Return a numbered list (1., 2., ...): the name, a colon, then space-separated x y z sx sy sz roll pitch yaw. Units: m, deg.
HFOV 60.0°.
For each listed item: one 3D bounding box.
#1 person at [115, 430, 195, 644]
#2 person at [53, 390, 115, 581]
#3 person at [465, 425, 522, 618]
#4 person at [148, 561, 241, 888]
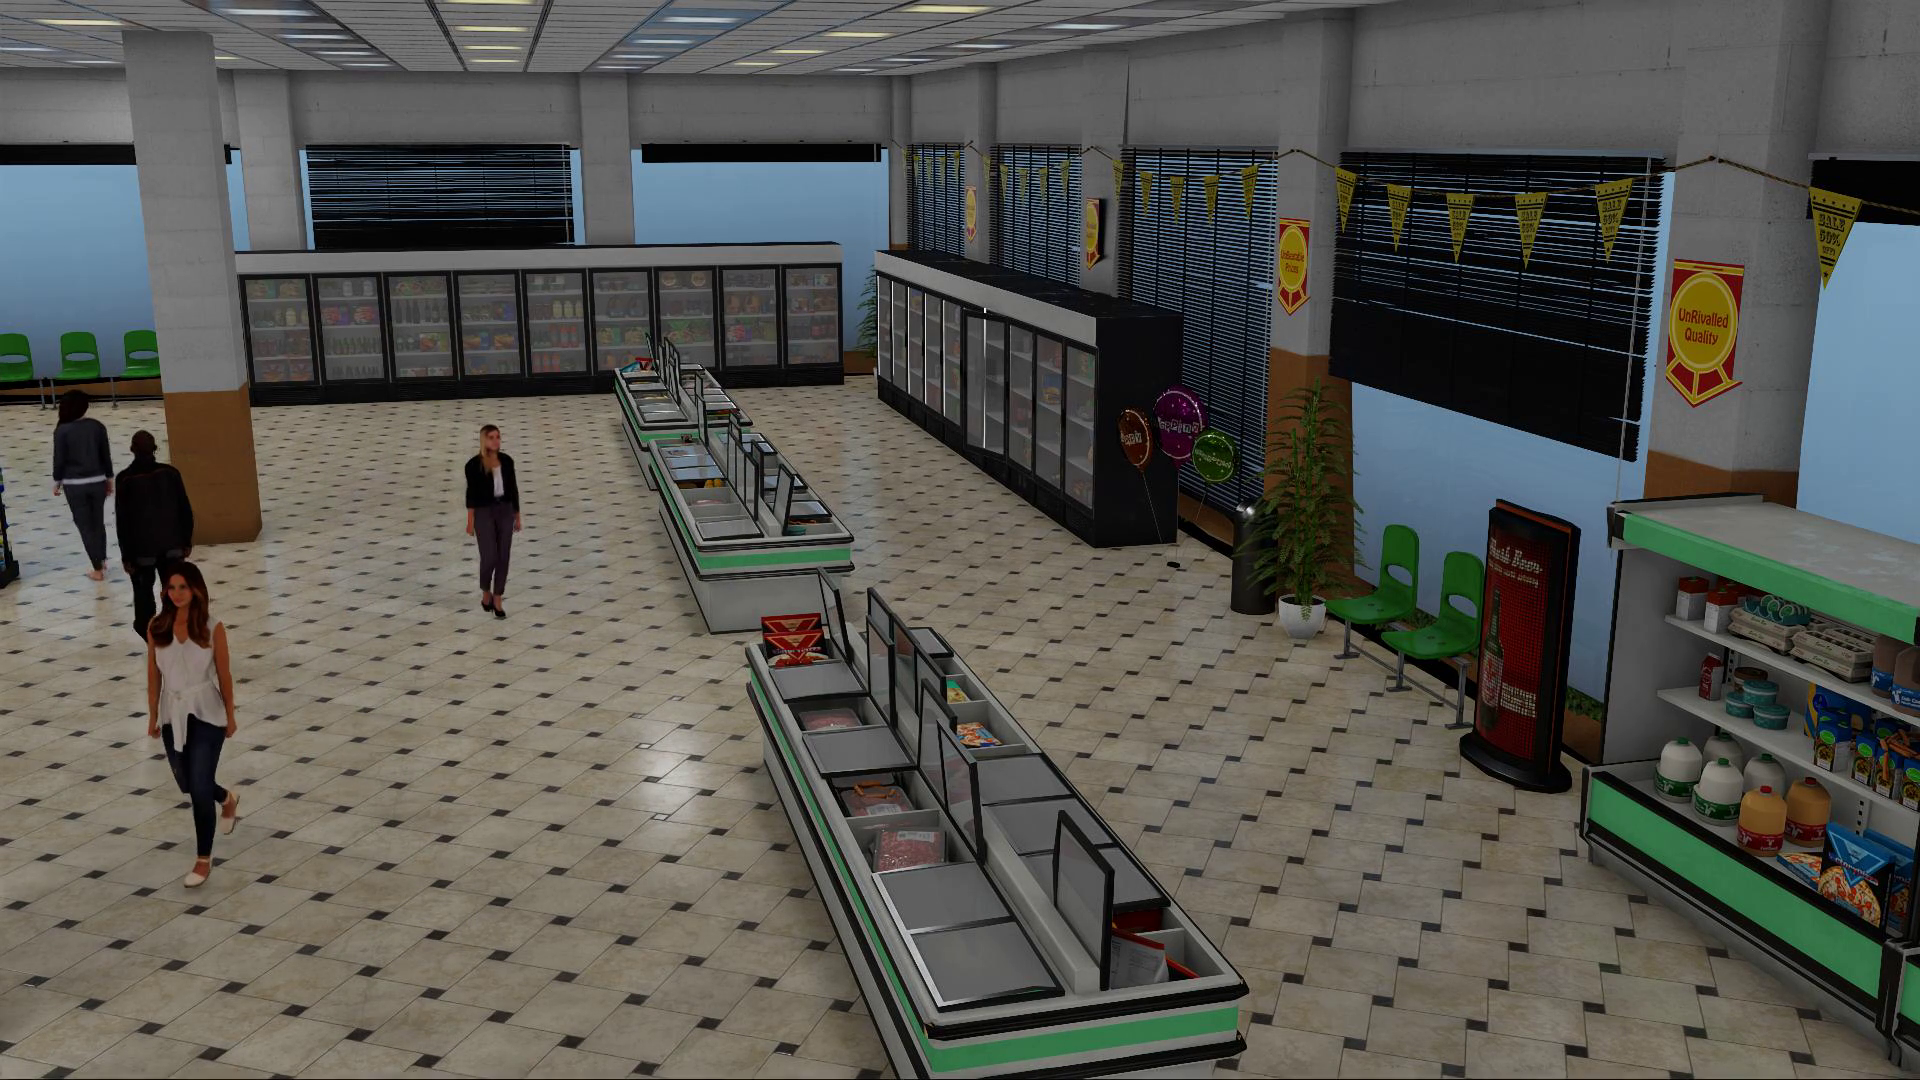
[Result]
1. person: -6.200 0.079 12.877 1.019 1.785 1.311 -10 17 -35
2. person: -8.015 -0.494 15.311 0.918 1.752 0.837 11 17 38
3. person: -4.008 -0.161 14.131 0.721 1.661 0.740 -13 19 -43
4. person: -4.224 0.976 9.226 0.780 1.762 1.097 0 14 1
